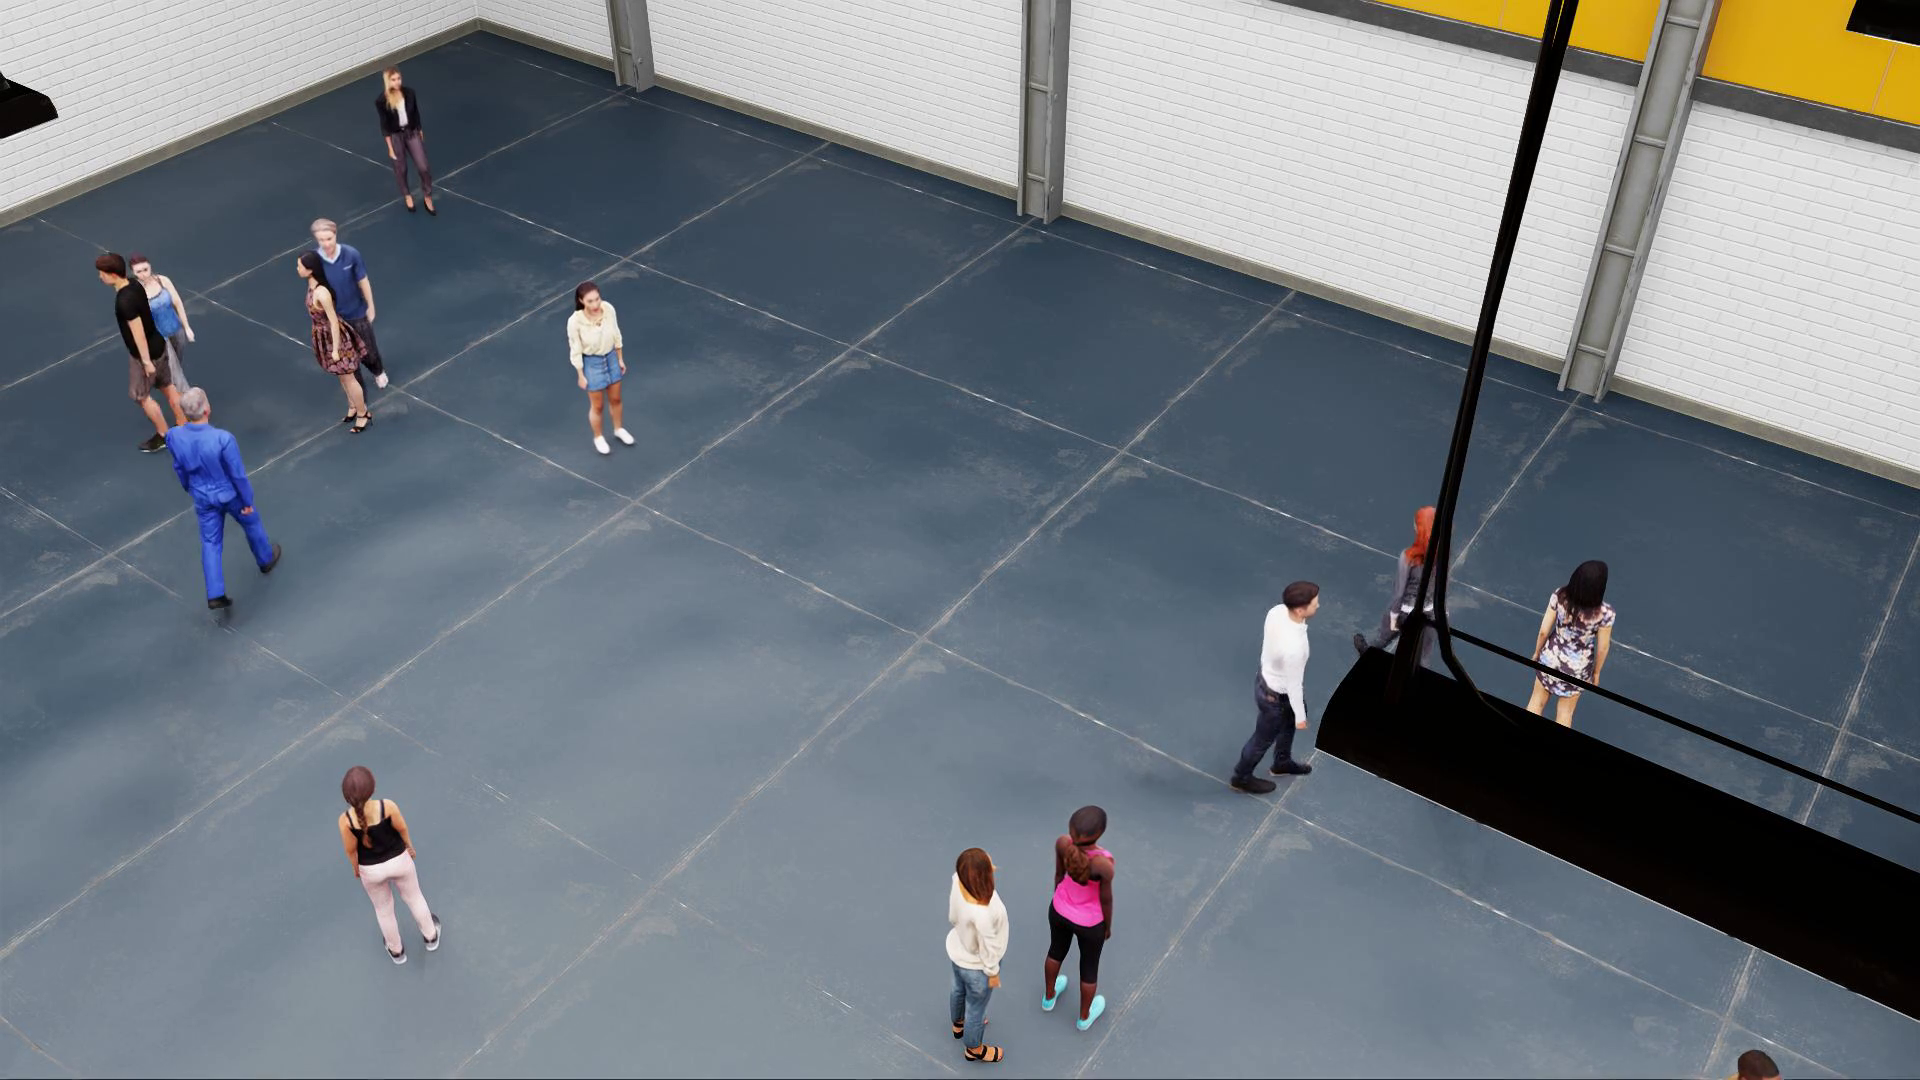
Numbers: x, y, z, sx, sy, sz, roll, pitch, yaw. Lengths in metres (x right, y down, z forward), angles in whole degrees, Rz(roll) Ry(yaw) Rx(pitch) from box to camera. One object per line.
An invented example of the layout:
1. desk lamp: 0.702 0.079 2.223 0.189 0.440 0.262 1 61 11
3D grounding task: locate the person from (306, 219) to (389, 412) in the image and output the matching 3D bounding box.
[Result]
1. person: -5.447 -2.024 14.708 0.886 1.856 0.960 -14 41 -17

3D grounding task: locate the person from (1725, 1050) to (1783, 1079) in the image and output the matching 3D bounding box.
1. person: 3.680 3.070 8.394 1.000 1.776 1.210 -18 42 -21

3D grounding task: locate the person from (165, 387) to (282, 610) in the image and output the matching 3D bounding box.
1. person: -5.647 -0.280 12.573 1.220 1.795 1.190 0 39 0

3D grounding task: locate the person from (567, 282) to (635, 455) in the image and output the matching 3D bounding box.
1. person: -3.083 -1.498 14.232 0.694 1.628 0.628 -29 47 -31

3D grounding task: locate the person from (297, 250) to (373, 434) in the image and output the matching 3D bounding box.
1. person: -5.425 -1.709 14.381 0.834 1.773 0.742 -21 43 -25

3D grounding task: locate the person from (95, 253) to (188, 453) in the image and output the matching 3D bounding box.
1. person: -6.888 -1.644 14.237 0.891 1.850 0.822 -8 39 -10

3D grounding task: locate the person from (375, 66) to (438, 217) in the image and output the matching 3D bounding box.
1. person: -5.950 -4.258 17.668 0.741 1.654 0.809 -22 44 -25

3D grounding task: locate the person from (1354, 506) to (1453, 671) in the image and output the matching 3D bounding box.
1. person: 3.205 0.573 11.557 1.085 1.731 1.164 -7 39 -9

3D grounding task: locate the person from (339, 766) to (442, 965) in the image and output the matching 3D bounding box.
1. person: -3.451 1.942 9.976 0.615 1.564 0.638 -16 41 -19

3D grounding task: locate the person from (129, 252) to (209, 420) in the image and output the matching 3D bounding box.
1. person: -7.048 -1.850 14.725 0.701 1.563 1.115 -31 48 -33

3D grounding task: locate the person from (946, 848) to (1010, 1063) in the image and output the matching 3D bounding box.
1. person: 0.074 2.331 9.393 0.762 1.683 0.665 -13 40 -16

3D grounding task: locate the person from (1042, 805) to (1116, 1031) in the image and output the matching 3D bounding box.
1. person: 0.675 2.162 9.575 0.472 1.721 0.591 25 45 28

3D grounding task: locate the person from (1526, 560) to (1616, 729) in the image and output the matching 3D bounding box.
1. person: 4.085 0.829 11.234 0.433 1.733 0.660 22 44 26

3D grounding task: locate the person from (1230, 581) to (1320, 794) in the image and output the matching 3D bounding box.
1. person: 1.991 0.988 10.942 0.972 1.849 0.890 0 39 0
